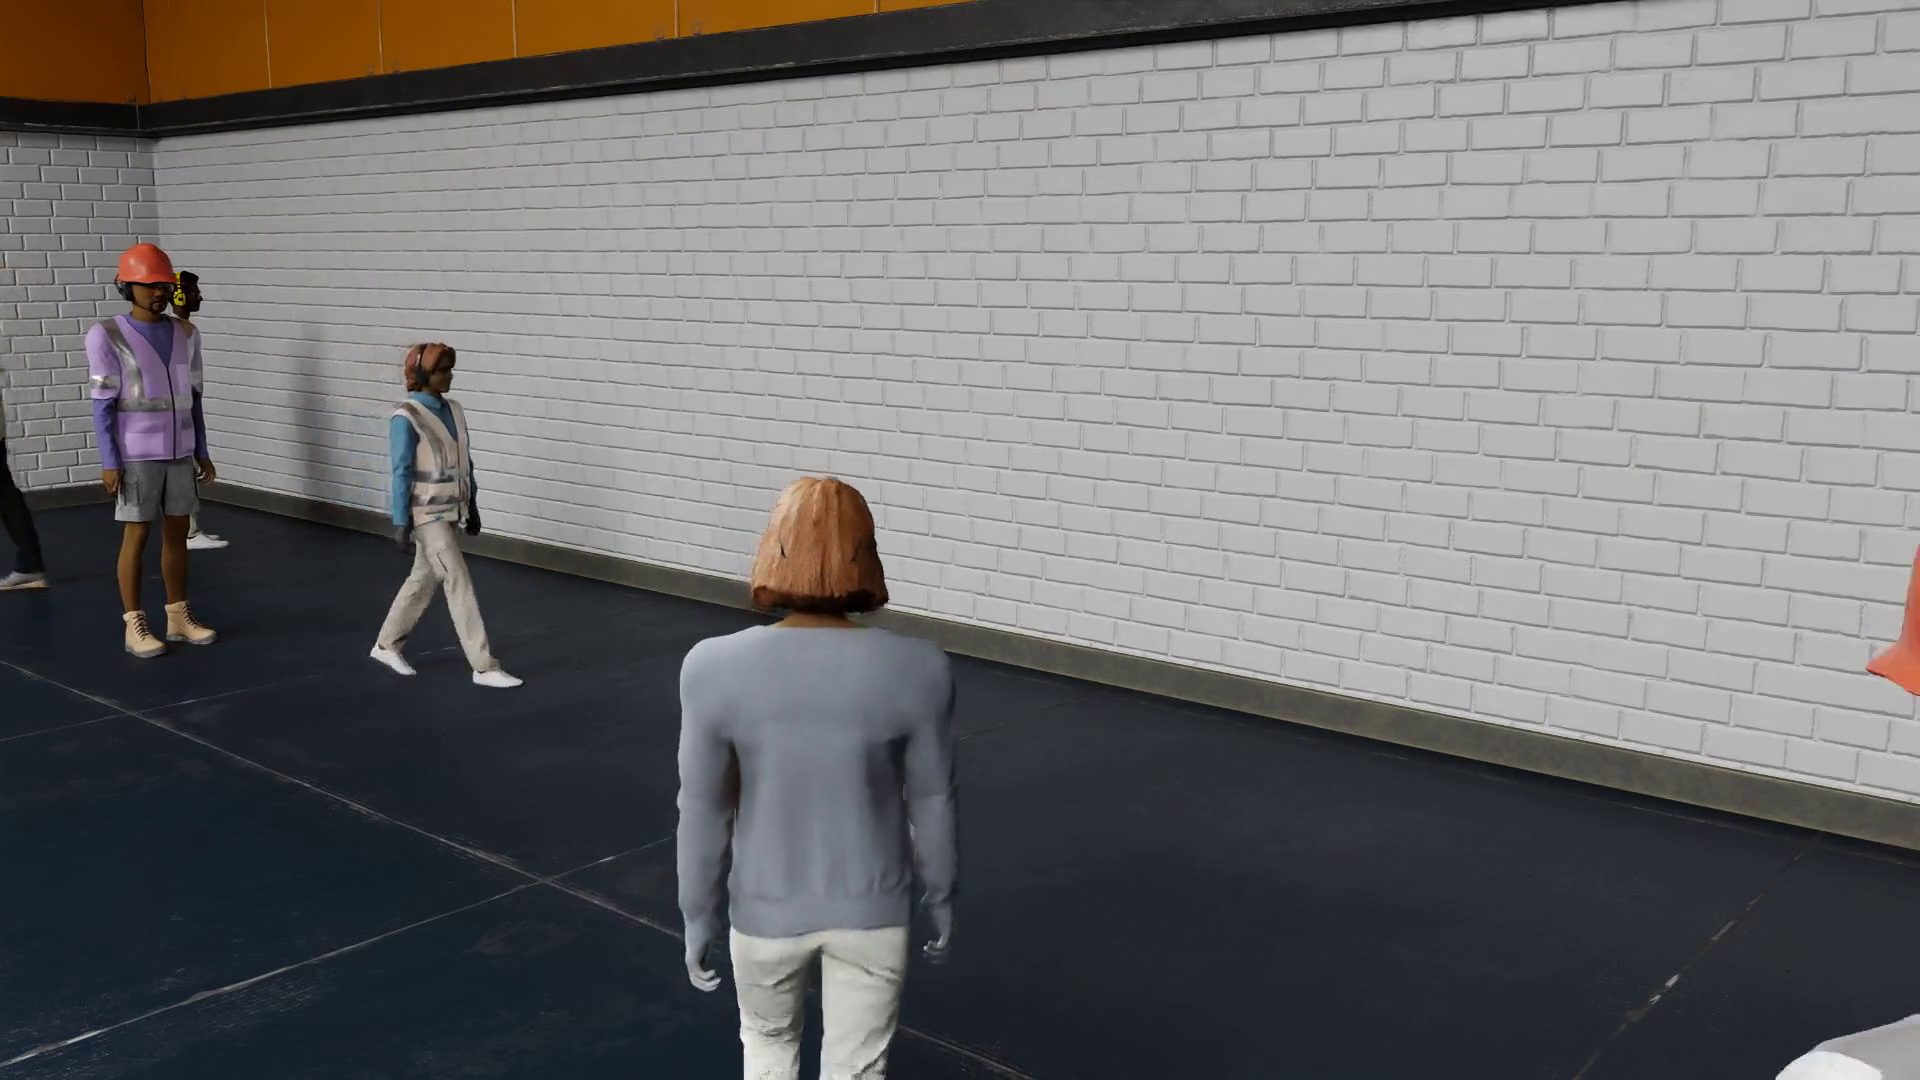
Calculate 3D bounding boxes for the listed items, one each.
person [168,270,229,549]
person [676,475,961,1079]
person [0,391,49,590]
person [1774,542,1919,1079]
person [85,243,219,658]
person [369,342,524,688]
[{"bbox_3d":[-5.216,-0.874,11.243,0.335,1.873,0.521,-6,12,-30],"label":"person"},{"bbox_3d":[-0.250,0.685,3.074,0.514,1.615,0.406,0,10,0],"label":"person"},{"bbox_3d":[-5.872,-0.632,9.637,0.961,1.949,0.638,-3,10,-17],"label":"person"},{"bbox_3d":[0.787,0.879,1.135,0.570,1.922,0.761,0,10,3],"label":"person"},{"bbox_3d":[-3.998,-0.446,8.313,0.394,2.042,0.611,5,11,27],"label":"person"},{"bbox_3d":[-2.448,-0.120,7.718,0.839,1.599,0.525,2,10,12],"label":"person"}]
